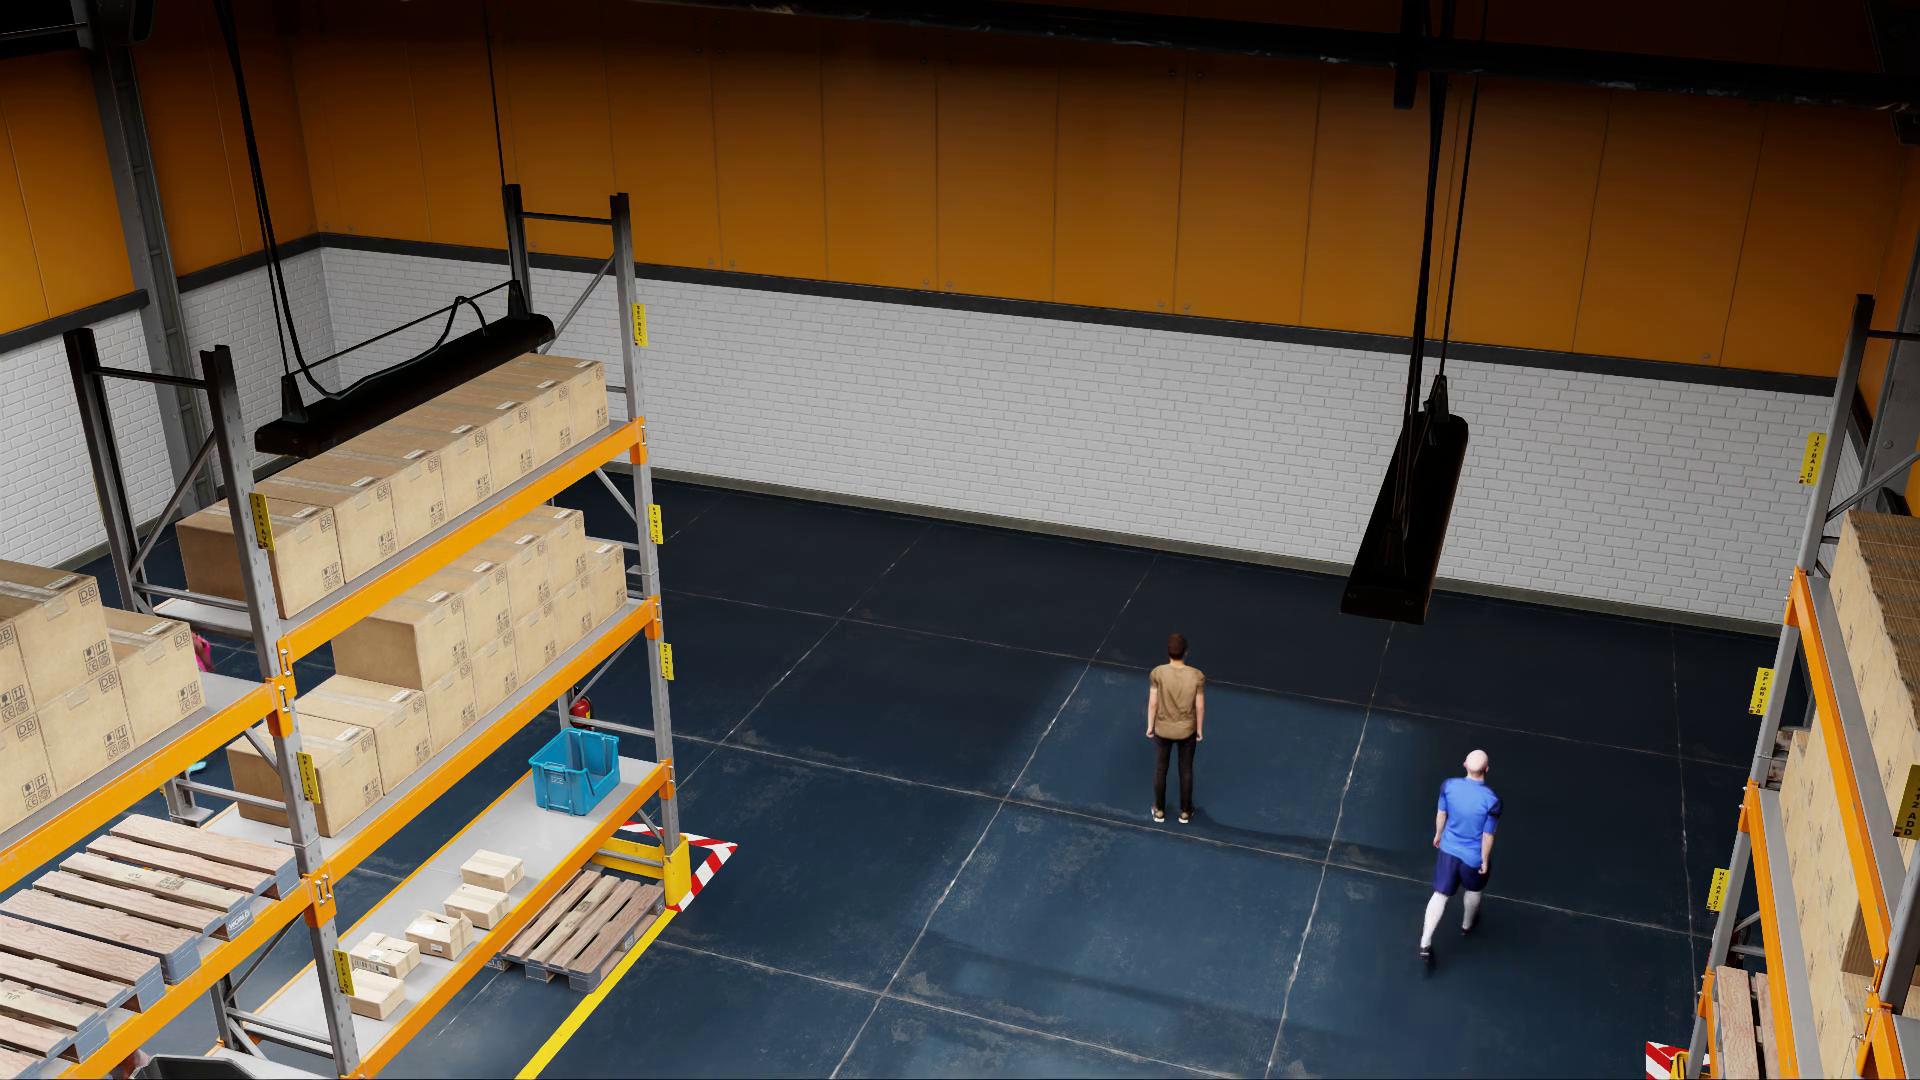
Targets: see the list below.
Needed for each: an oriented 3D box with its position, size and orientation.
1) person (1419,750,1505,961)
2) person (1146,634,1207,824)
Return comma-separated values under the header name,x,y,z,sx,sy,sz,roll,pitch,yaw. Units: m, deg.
name,x,y,z,sx,sy,sz,roll,pitch,yaw
person,3.962,2.533,13.200,0.932,1.802,1.294,16,29,33
person,1.942,1.701,15.045,0.707,1.850,0.627,3,24,8
